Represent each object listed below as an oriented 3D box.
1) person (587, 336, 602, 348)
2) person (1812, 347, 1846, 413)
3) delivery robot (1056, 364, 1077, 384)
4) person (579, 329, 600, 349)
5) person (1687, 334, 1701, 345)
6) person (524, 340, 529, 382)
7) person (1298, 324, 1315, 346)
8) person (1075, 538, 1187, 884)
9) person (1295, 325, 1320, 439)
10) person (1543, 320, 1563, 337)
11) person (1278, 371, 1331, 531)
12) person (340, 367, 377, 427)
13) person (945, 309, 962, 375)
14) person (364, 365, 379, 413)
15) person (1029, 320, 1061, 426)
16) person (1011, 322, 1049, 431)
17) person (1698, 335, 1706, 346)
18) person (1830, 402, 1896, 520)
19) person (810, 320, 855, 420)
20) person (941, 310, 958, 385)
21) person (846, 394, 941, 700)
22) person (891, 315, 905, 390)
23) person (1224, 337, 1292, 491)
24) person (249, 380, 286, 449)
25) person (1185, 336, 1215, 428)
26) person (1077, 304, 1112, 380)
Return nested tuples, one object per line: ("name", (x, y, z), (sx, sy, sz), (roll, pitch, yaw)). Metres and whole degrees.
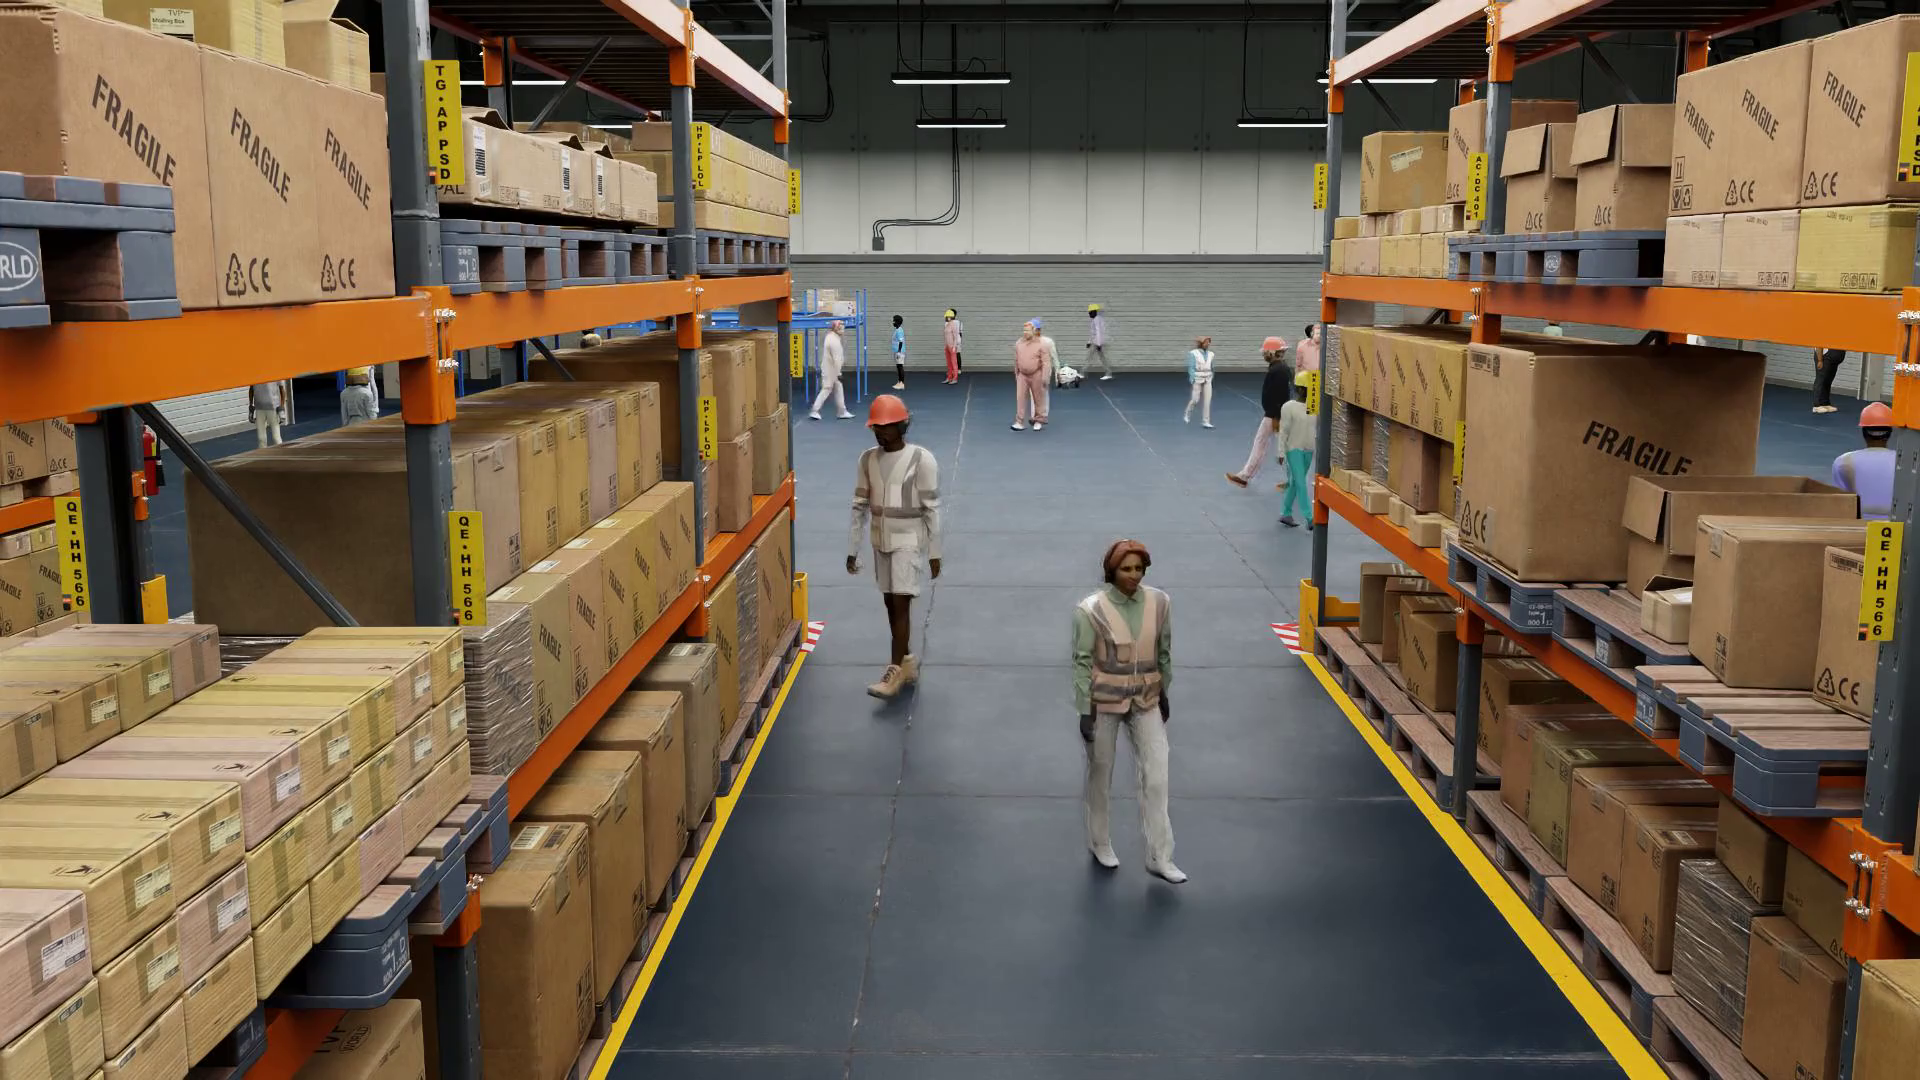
("person", (-5.107, -1.853, 22.866), (0.732, 1.893, 0.646), (-4, 10, -20))
("person", (16.931, -3.488, 32.367), (0.682, 2.000, 0.537), (-7, 12, -37))
("delivery robot", (2.470, -3.837, 38.618), (0.477, 0.478, 0.707), (3, 10, 19))
("person", (-6.865, -3.152, 30.817), (0.429, 1.842, 0.636), (2, 10, 11))
("person", (13.774, -3.275, 31.545), (0.585, 1.846, 0.931), (-1, 9, -4))
("person", (-10.529, -4.686, 39.754), (0.375, 1.927, 0.543), (0, 9, 2))
("person", (6.809, -3.351, 32.438), (0.322, 1.698, 0.533), (-7, 12, -37))
("person", (0.800, 0.806, 7.772), (0.549, 1.607, 0.733), (-3, 10, -20))
("person", (5.831, -2.568, 27.224), (0.671, 1.867, 0.822), (1, 10, 5))
("person", (14.226, -4.567, 39.917), (0.269, 1.632, 0.508), (-8, 13, -41))
("person", (3.753, -0.964, 18.053), (0.541, 1.718, 0.898), (-5, 11, -26))
("person", (-7.058, -1.233, 19.616), (0.487, 1.746, 0.288), (4, 10, 21))
("person", (-0.168, -5.122, 43.051), (0.536, 1.695, 0.321), (-7, 12, -35))
("person", (-11.466, -3.381, 32.144), (0.317, 1.863, 0.500), (2, 10, 10))
("person", (1.445, -2.979, 29.688), (0.730, 1.878, 1.027), (2, 10, 13))
("person", (1.178, -2.795, 28.587), (0.672, 1.862, 0.933), (4, 10, 24))
("person", (15.058, -3.598, 34.204), (0.500, 1.603, 0.733), (3, 10, 18))
("person", (6.454, -0.015, 11.797), (0.587, 1.915, 0.613), (5, 11, 28))
("person", (-2.401, -3.148, 30.819), (0.839, 1.848, 0.664), (-1, 9, -3))
("person", (-0.236, -4.613, 39.796), (0.315, 1.769, 0.524), (-5, 11, -28))
("person", (-0.490, 0.049, 11.114), (0.649, 2.032, 0.660), (7, 12, 34))
("person", (-1.415, -4.310, 38.190), (0.316, 1.695, 0.541), (-1, 10, -7))
("person", (3.905, -1.605, 21.220), (0.994, 1.943, 0.660), (4, 10, 25))
("person", (-9.292, -1.742, 22.277), (0.514, 1.877, 0.328), (1, 9, 3))
("person", (4.245, -2.804, 29.388), (0.525, 1.617, 0.553), (-4, 10, -22))
("person", (3.314, -4.903, 41.222), (1.021, 1.865, 0.585), (2, 10, 12))
